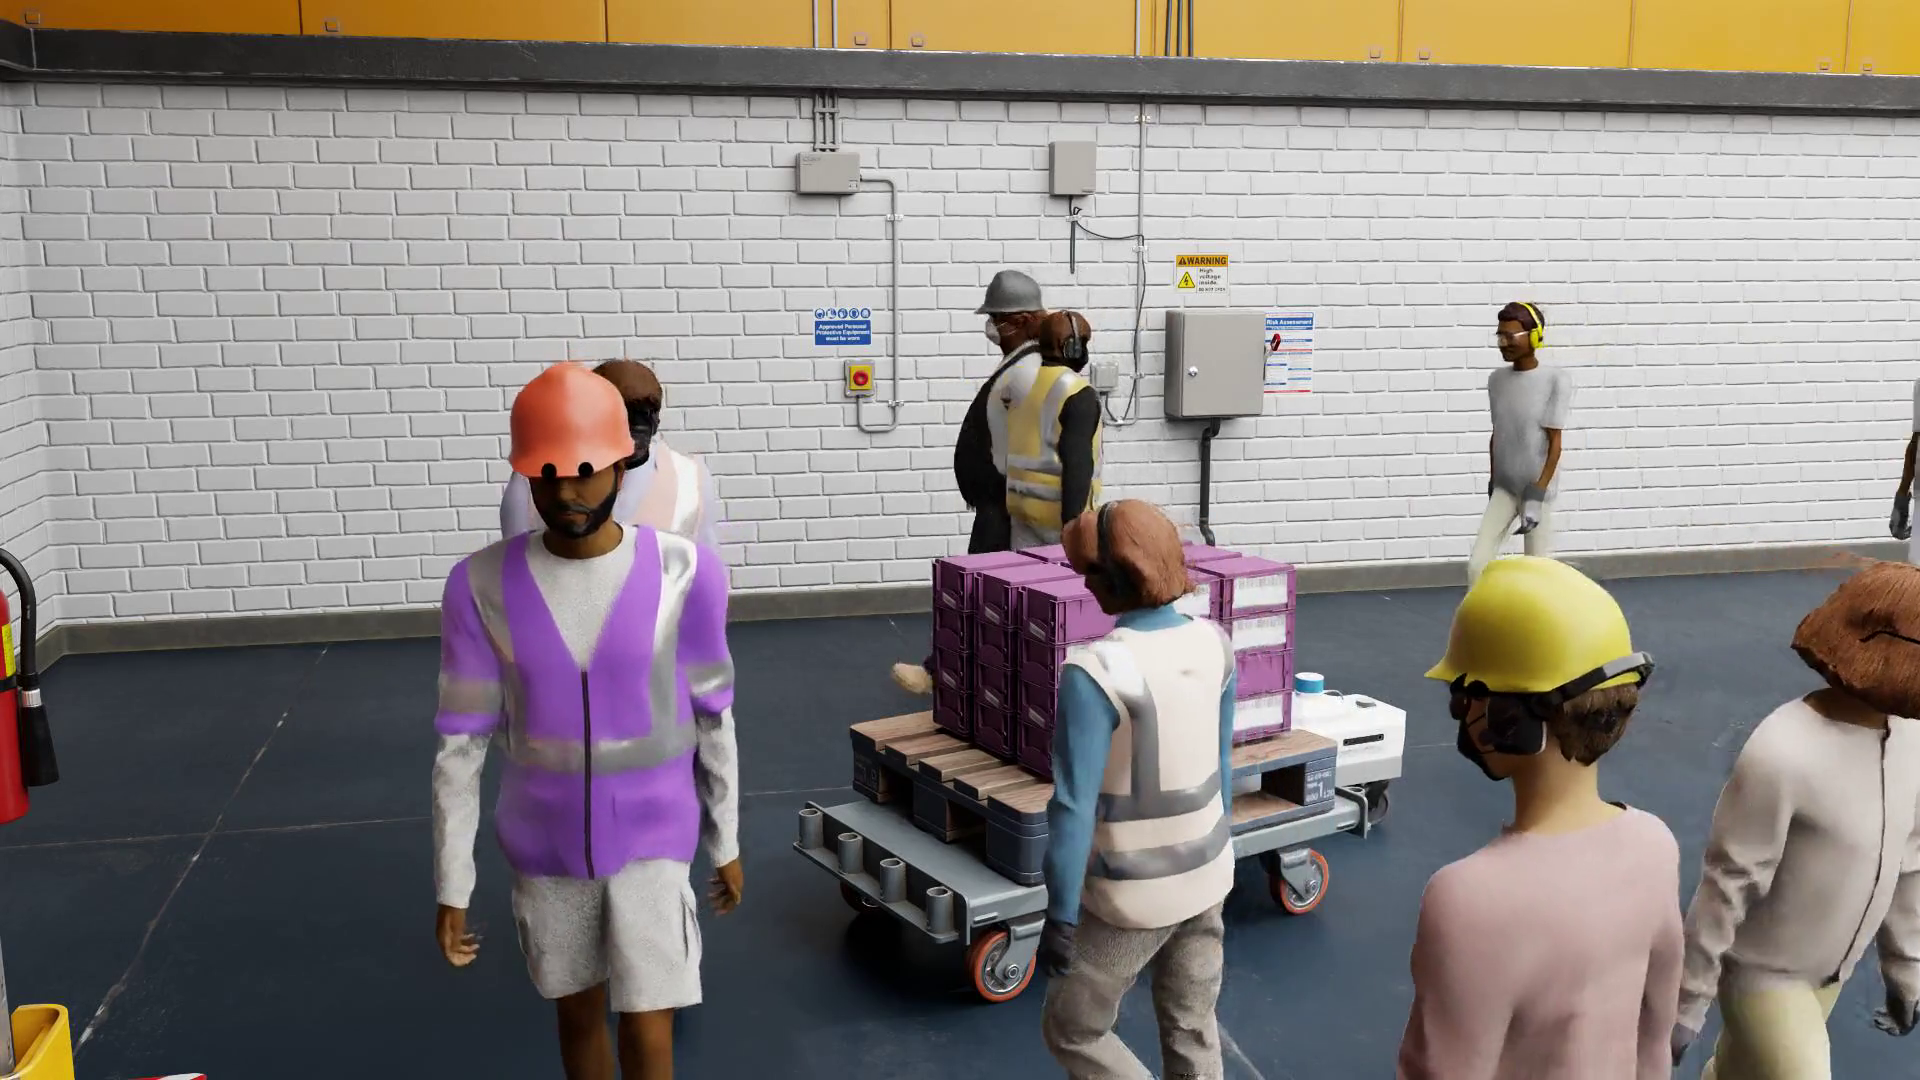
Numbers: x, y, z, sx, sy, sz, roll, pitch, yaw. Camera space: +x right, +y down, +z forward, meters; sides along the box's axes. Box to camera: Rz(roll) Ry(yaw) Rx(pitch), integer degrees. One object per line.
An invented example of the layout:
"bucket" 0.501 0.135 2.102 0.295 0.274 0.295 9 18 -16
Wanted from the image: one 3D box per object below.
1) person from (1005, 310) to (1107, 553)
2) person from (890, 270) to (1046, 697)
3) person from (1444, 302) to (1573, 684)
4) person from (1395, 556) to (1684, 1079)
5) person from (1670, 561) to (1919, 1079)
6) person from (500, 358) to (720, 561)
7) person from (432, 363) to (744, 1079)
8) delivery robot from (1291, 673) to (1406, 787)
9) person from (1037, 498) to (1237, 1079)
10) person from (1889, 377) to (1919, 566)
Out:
"person" 0.507 -0.125 7.529 0.769 1.810 0.641 -7 12 -32
"person" 0.194 -0.268 7.715 0.957 2.000 0.687 1 10 8
"person" 2.617 -0.198 7.910 0.728 1.839 0.488 -8 13 -36
"person" 0.771 0.894 2.090 0.521 1.741 0.662 -10 14 -43
"person" 1.508 0.803 3.044 0.539 1.587 0.879 -7 12 -33
"person" -0.967 0.398 4.695 0.637 1.787 0.982 -3 11 -14
"person" -0.720 0.620 3.190 0.580 1.890 0.939 -1 10 -5
"delivery robot" 1.267 0.727 6.060 0.707 0.478 0.477 -5 11 -24
"person" 0.392 0.720 3.390 0.407 1.621 0.602 10 14 43
"person" 4.540 -0.160 7.646 0.446 1.850 0.545 -3 11 -14
